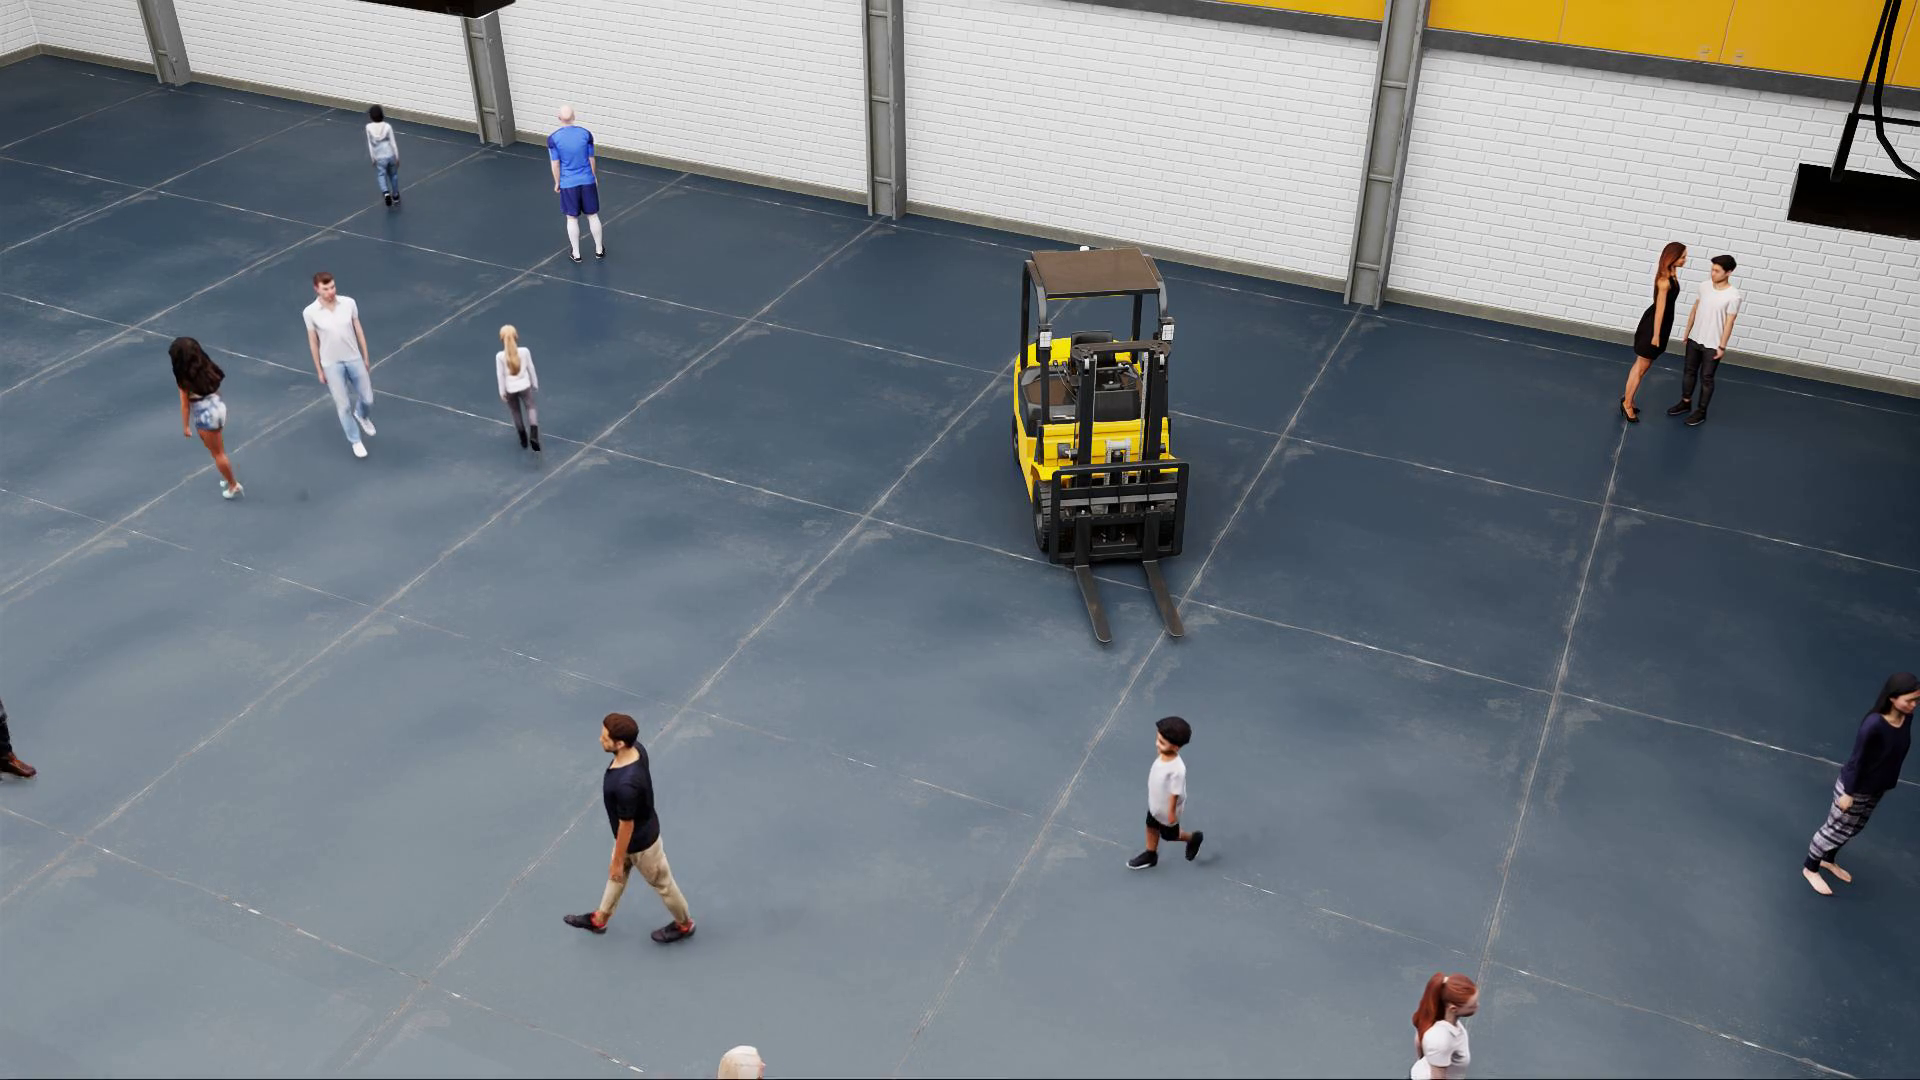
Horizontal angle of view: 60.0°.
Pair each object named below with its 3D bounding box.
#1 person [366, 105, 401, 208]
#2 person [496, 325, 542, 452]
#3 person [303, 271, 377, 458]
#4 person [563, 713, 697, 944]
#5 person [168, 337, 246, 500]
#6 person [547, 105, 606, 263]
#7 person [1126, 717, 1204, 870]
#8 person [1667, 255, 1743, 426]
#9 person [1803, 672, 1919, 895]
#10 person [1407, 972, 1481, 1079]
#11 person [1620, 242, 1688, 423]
[{"bbox_3d":[-7.159,-4.747,20.635,0.745,1.245,0.794,-10,35,-14],"label":"person"},{"bbox_3d":[-4.125,-1.385,15.559,0.747,1.265,0.806,-11,35,-16],"label":"person"},{"bbox_3d":[-5.785,-1.676,15.478,0.842,1.840,0.911,-19,38,-26],"label":"person"},{"bbox_3d":[-1.889,1.811,10.244,1.170,1.827,1.044,-6,34,-9],"label":"person"},{"bbox_3d":[-6.591,-1.059,14.757,0.680,1.610,0.633,7,34,11],"label":"person"},{"bbox_3d":[-4.412,-4.108,19.135,0.751,1.842,0.812,-12,35,-17],"label":"person"},{"bbox_3d":[1.412,1.682,10.961,0.806,1.248,0.760,-13,36,-18],"label":"person"},{"bbox_3d":[7.211,-1.948,16.000,0.771,1.715,0.683,-16,37,-23],"label":"person"},{"bbox_3d":[5.836,1.540,10.735,0.683,1.733,0.703,-18,37,-24],"label":"person"},{"bbox_3d":[2.440,2.890,8.701,0.628,1.738,0.640,3,34,5],"label":"person"},{"bbox_3d":[6.662,-2.001,15.972,0.510,1.834,0.570,14,36,20],"label":"person"}]
